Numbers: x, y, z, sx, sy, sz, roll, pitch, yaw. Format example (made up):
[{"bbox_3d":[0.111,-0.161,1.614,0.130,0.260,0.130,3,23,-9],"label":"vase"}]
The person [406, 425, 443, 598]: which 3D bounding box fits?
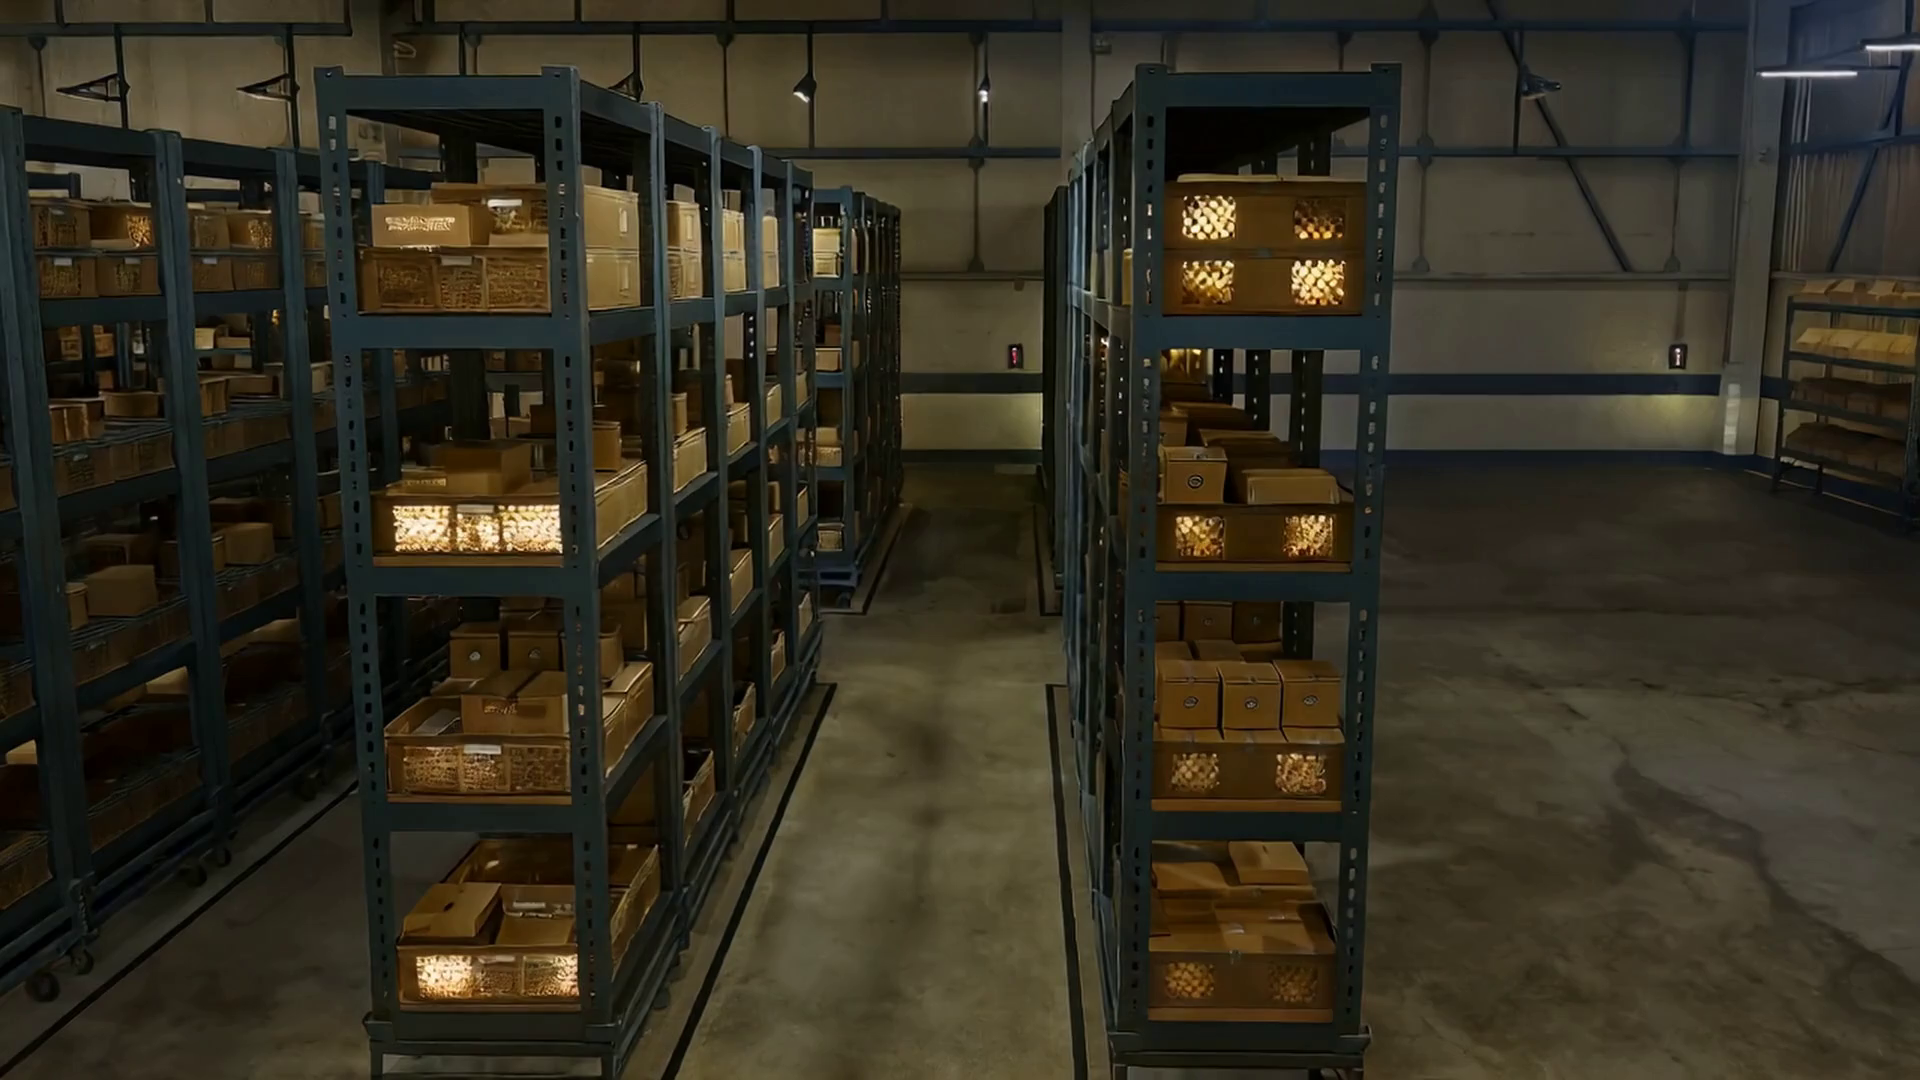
[{"bbox_3d":[-4.038,0.027,12.443,0.958,1.802,0.572,2,10,9],"label":"person"}]
